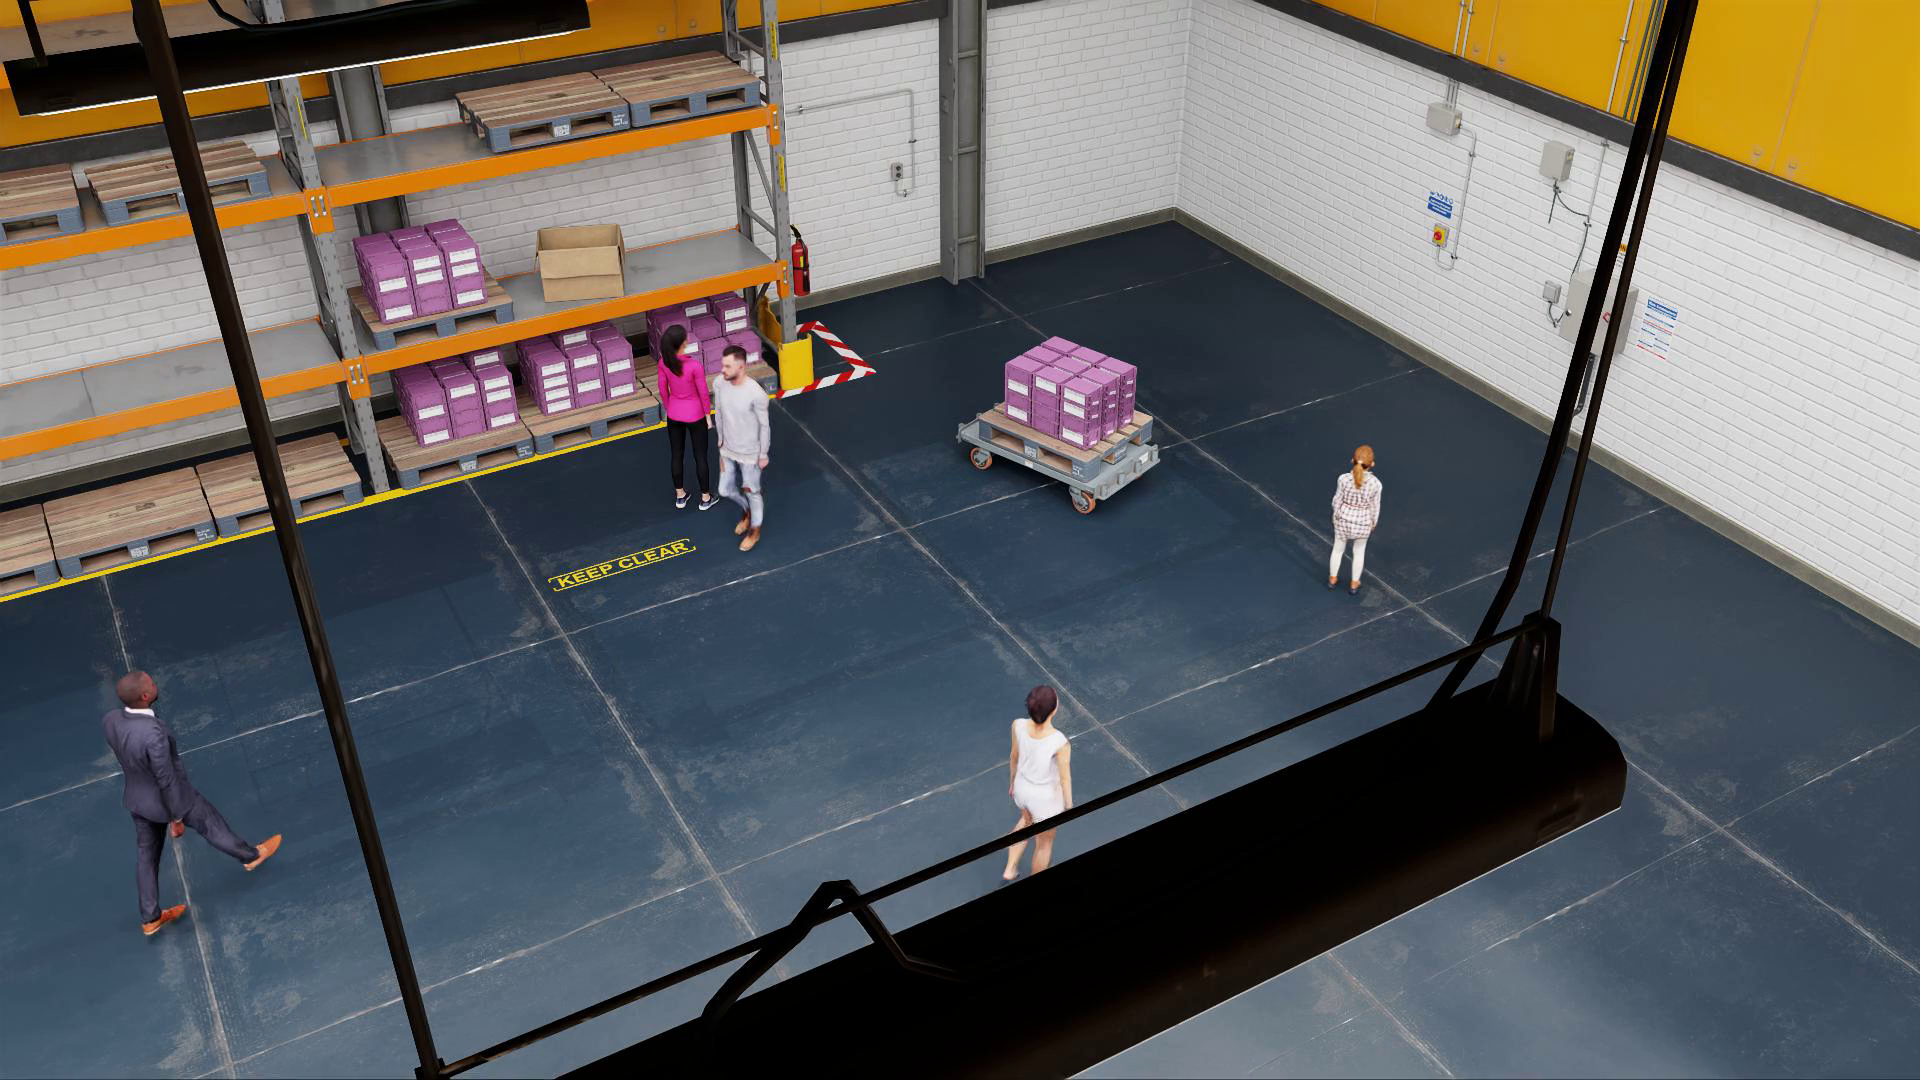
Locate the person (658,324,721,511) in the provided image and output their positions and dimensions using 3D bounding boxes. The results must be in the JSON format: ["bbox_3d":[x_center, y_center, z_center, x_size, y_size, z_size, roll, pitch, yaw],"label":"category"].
[{"bbox_3d":[-2.321,-1.042,14.069,0.682,1.699,0.743,8,35,12],"label":"person"}]

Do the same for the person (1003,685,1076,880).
[{"bbox_3d":[0.437,1.588,10.200,0.652,1.603,0.683,25,41,32],"label":"person"}]

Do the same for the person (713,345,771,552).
[{"bbox_3d":[-1.736,-0.798,13.583,0.819,1.831,0.824,17,37,24],"label":"person"}]

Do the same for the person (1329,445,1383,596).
[{"bbox_3d":[3.102,-0.163,13.099,0.609,1.310,0.663,10,35,15],"label":"person"}]

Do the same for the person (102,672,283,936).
[{"bbox_3d":[-4.860,1.618,10.002,1.111,1.771,1.313,17,37,24],"label":"person"}]
